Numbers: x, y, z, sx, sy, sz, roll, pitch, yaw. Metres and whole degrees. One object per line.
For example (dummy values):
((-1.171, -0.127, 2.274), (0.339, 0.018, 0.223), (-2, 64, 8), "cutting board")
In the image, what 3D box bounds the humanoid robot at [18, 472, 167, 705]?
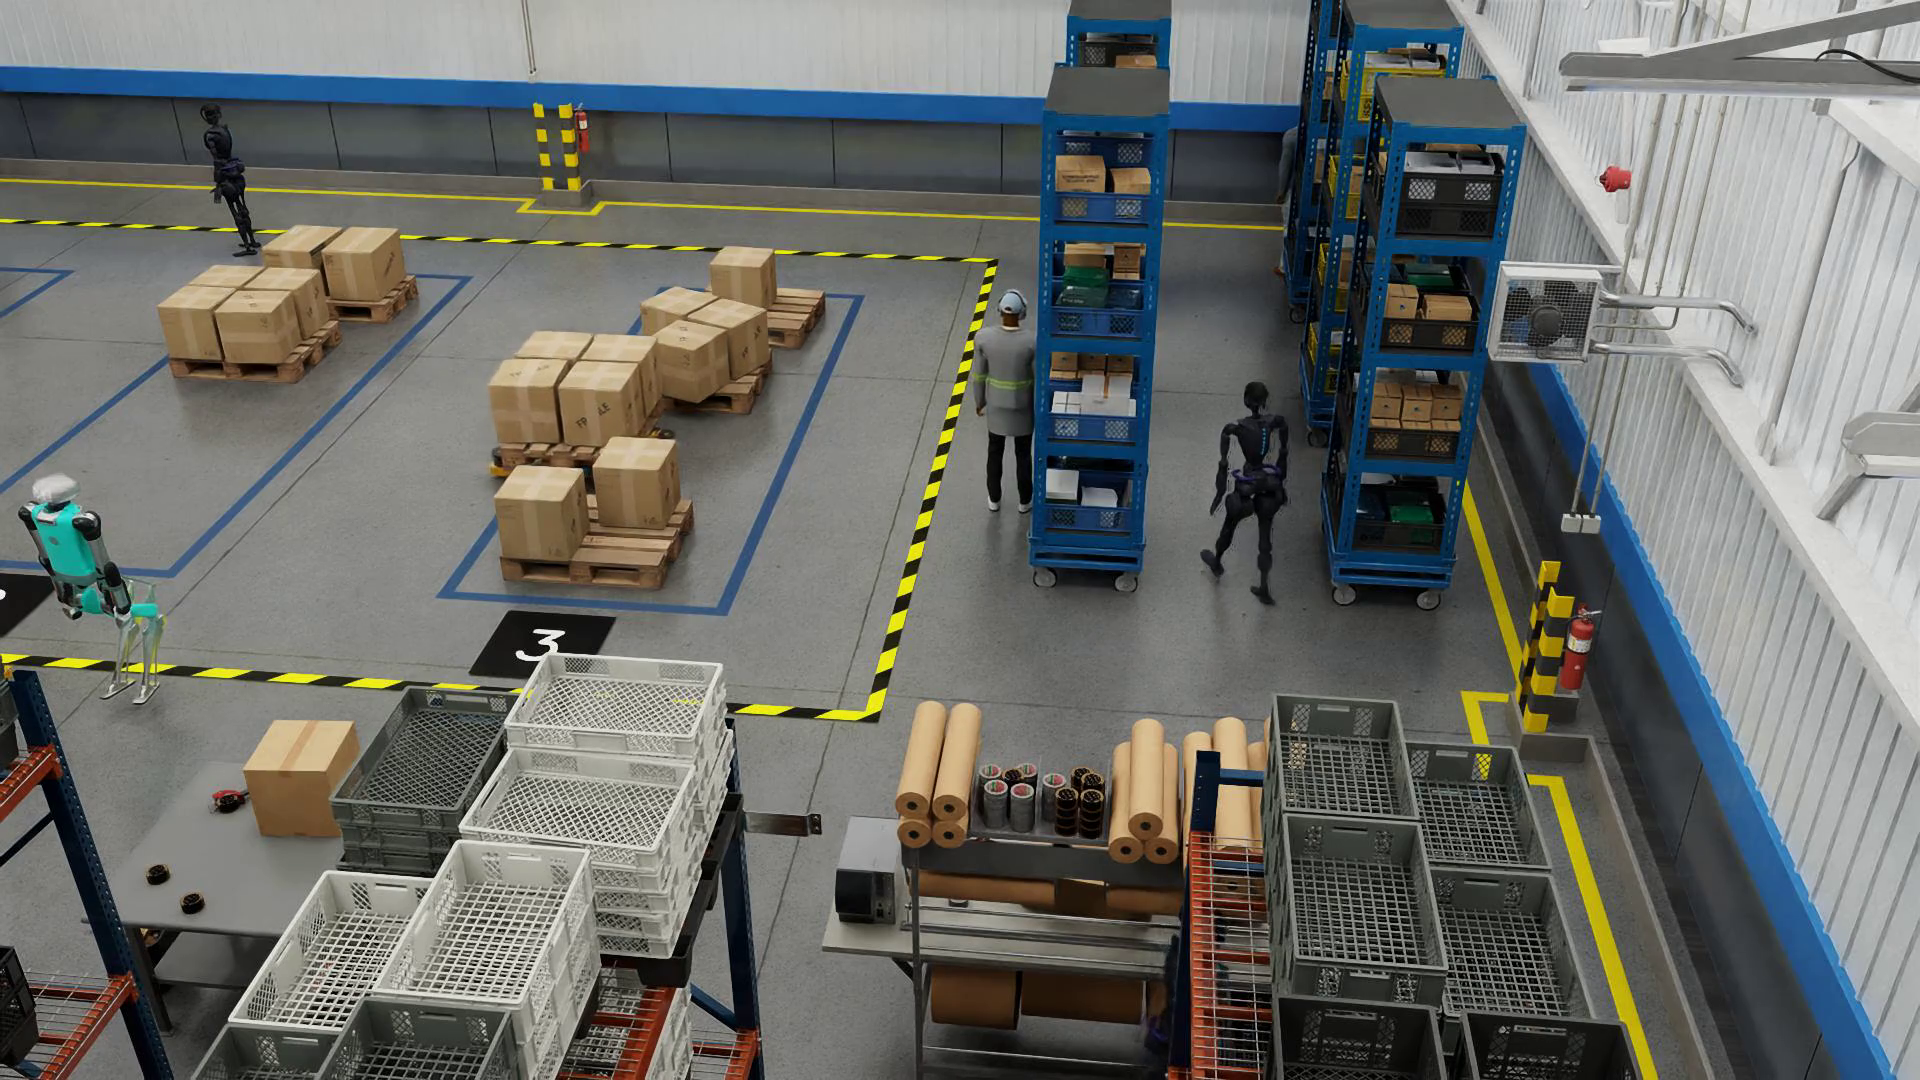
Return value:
((-5.429, 0.256, 10.645), (0.533, 1.673, 0.735), (8, 31, 14), "humanoid robot")

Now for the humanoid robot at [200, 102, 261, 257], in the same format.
((-7.906, -3.900, 17.961), (0.315, 1.654, 0.599), (-2, 30, -4), "humanoid robot")

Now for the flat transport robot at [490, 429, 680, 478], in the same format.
((-3.133, -0.740, 13.917), (1.431, 0.197, 0.652), (3, 30, 6), "flat transport robot")

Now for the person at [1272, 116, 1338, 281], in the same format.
((3.587, -3.657, 17.312), (0.626, 1.932, 0.367), (-11, 32, -18), "person")

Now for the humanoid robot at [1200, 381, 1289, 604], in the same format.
((2.080, -0.383, 11.954), (0.588, 1.625, 0.718), (-10, 32, -17), "humanoid robot")

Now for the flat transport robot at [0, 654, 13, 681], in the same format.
((-7.142, 0.969, 11.010), (1.431, 0.231, 0.659), (3, 30, 6), "flat transport robot")

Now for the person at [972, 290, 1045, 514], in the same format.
((0.393, -1.078, 12.951), (0.588, 1.852, 0.400), (7, 31, 11), "person")

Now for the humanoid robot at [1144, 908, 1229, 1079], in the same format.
((1.058, 2.265, 7.400), (0.670, 1.633, 0.603), (17, 34, 26), "humanoid robot")

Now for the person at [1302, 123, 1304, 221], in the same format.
((3.656, -3.773, 17.467), (0.368, 1.966, 0.600), (9, 31, 15), "person")
